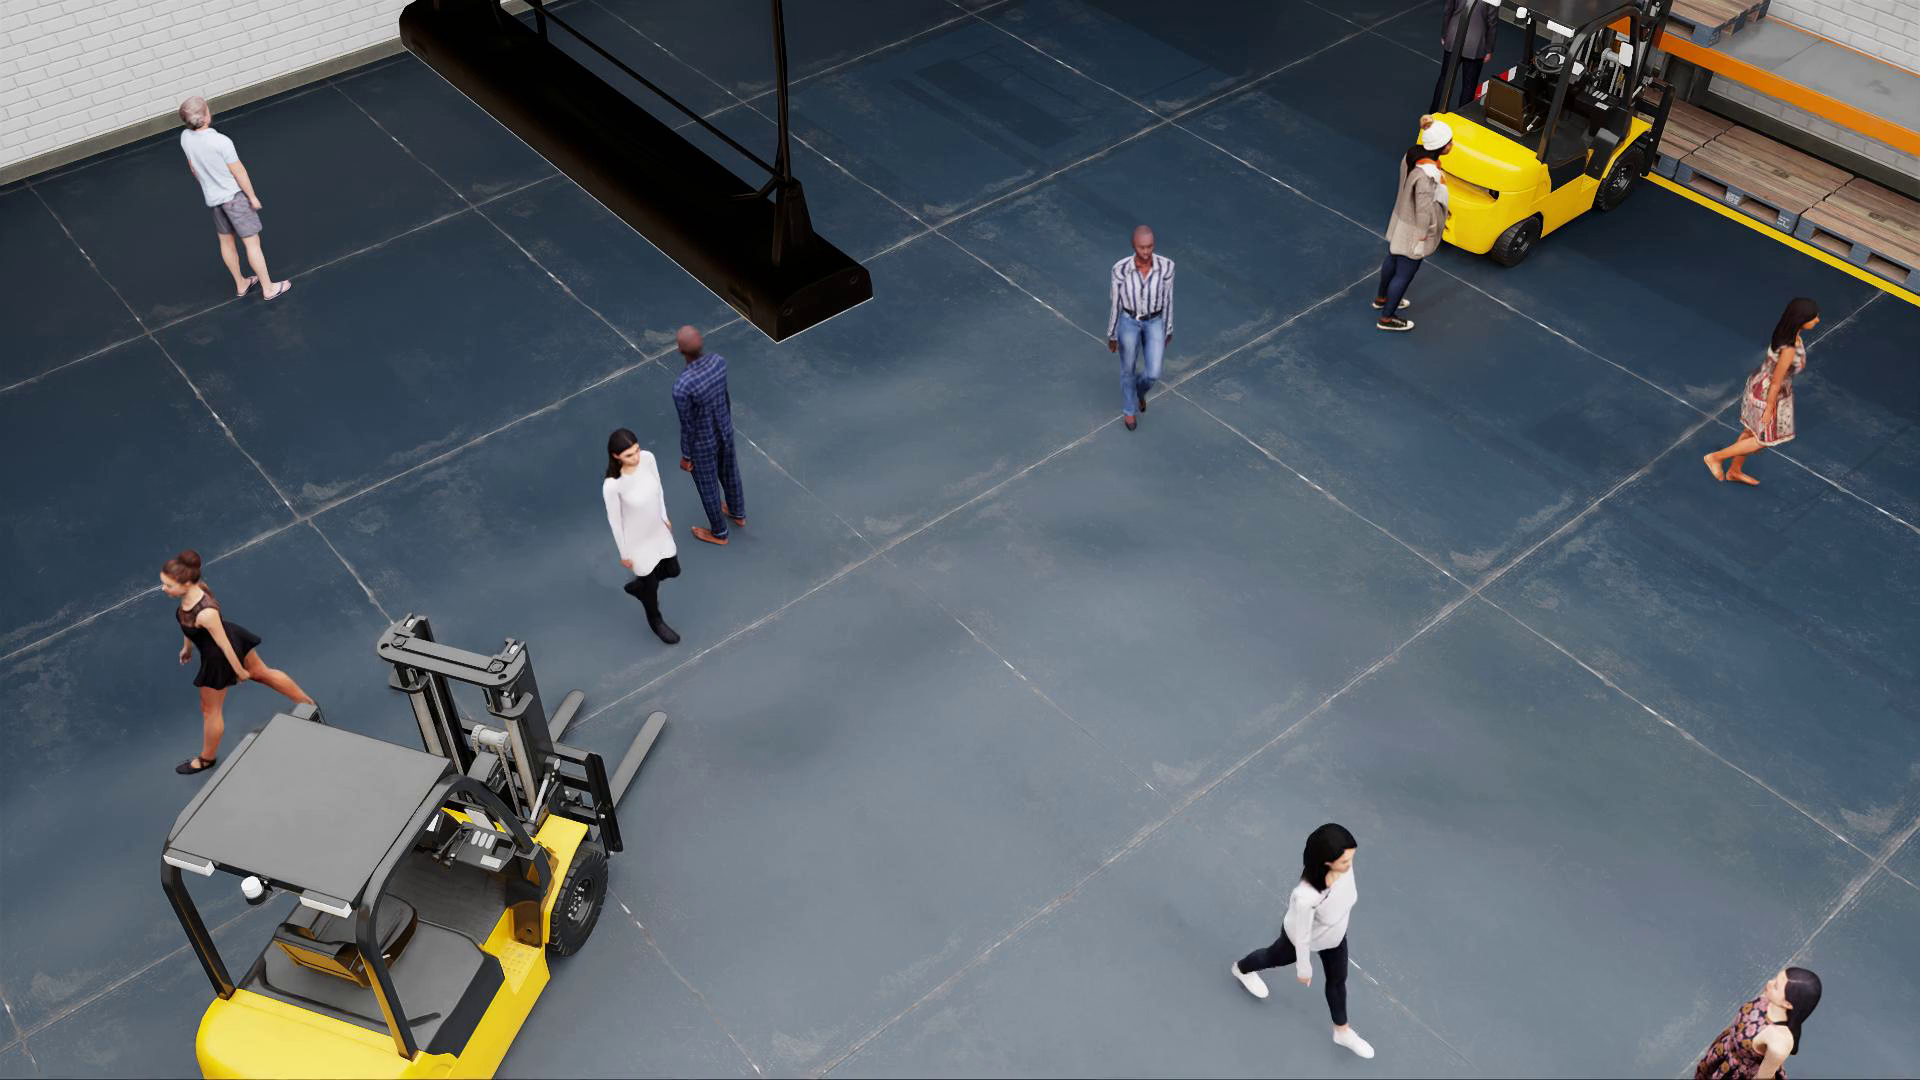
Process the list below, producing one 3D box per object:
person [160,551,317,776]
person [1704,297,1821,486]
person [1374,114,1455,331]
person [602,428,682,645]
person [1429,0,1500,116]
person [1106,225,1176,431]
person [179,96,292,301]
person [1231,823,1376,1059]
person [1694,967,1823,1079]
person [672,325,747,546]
[{"bbox_3d":[-4.431,0.669,10.175,0.731,1.624,1.090,-24,48,-23],"label":"person"},{"bbox_3d":[5.730,-1.057,11.975,0.894,1.639,0.827,13,45,13],"label":"person"},{"bbox_3d":[3.626,-2.574,13.384,0.873,1.892,0.801,-1,44,-1],"label":"person"},{"bbox_3d":[-2.121,-0.059,10.818,0.820,1.791,0.726,25,49,24],"label":"person"},{"bbox_3d":[4.774,-4.692,15.645,0.585,1.842,0.800,32,52,29],"label":"person"},{"bbox_3d":[1.335,-1.628,12.472,0.801,1.781,0.848,-1,44,-1],"label":"person"},{"bbox_3d":[-6.032,-2.800,13.666,0.693,1.832,0.799,12,45,12],"label":"person"},{"bbox_3d":[1.772,2.015,8.741,1.151,1.653,0.728,33,52,30],"label":"person"},{"bbox_3d":[3.778,2.582,8.058,0.833,1.774,0.794,14,45,14],"label":"person"},{"bbox_3d":[-1.738,-0.732,11.505,0.692,1.818,0.722,24,48,23],"label":"person"}]
